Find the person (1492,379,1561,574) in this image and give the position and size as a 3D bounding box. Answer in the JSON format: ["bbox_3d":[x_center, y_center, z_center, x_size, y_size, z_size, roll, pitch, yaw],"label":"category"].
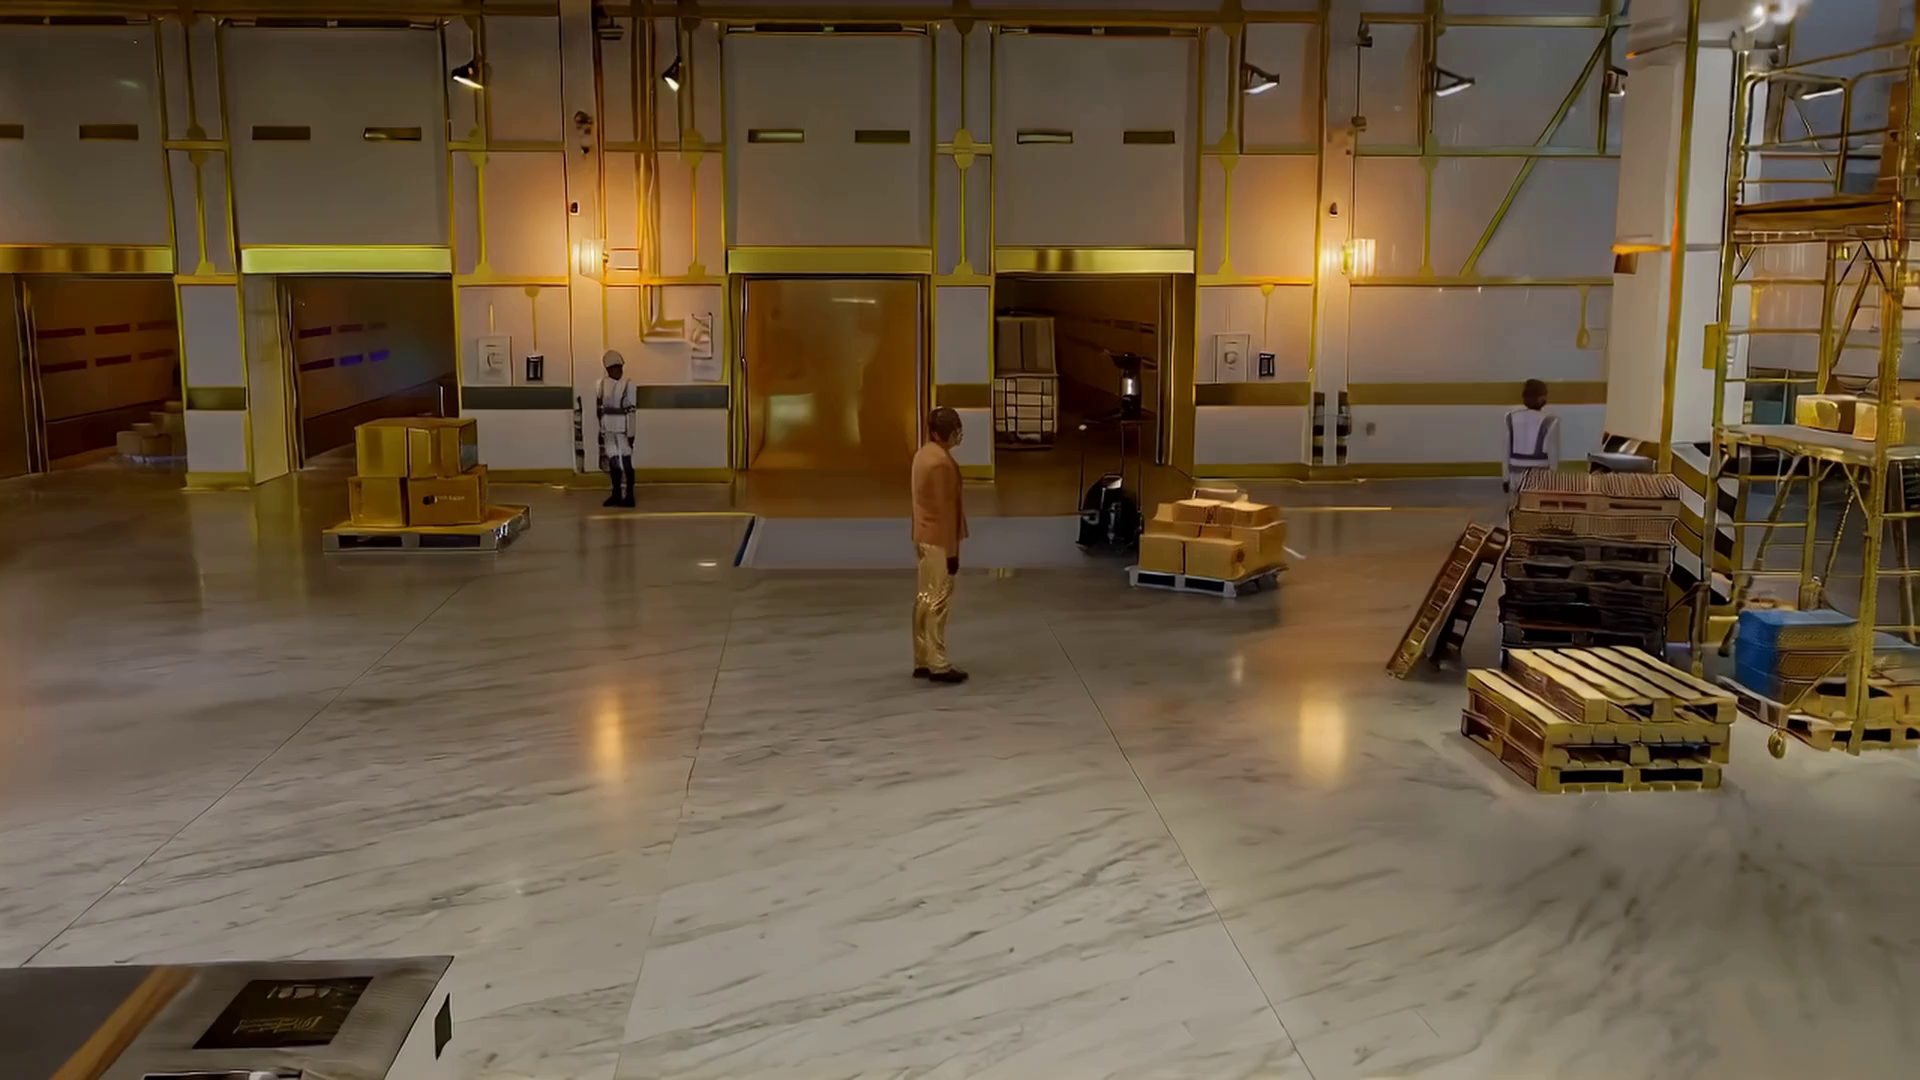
[{"bbox_3d":[5.266,-0.560,15.423,0.595,1.866,0.643,8,12,43],"label":"person"}]

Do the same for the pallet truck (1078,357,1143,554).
[{"bbox_3d":[2.088,-0.836,16.757,1.885,1.965,0.823,2,9,13],"label":"pallet truck"}]

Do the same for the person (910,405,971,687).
[{"bbox_3d":[-0.150,0.038,11.458,0.352,1.937,0.635,-3,10,-19],"label":"person"}]

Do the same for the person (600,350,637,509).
[{"bbox_3d":[-4.157,-1.338,20.139,0.543,1.929,0.387,6,11,33],"label":"person"}]
